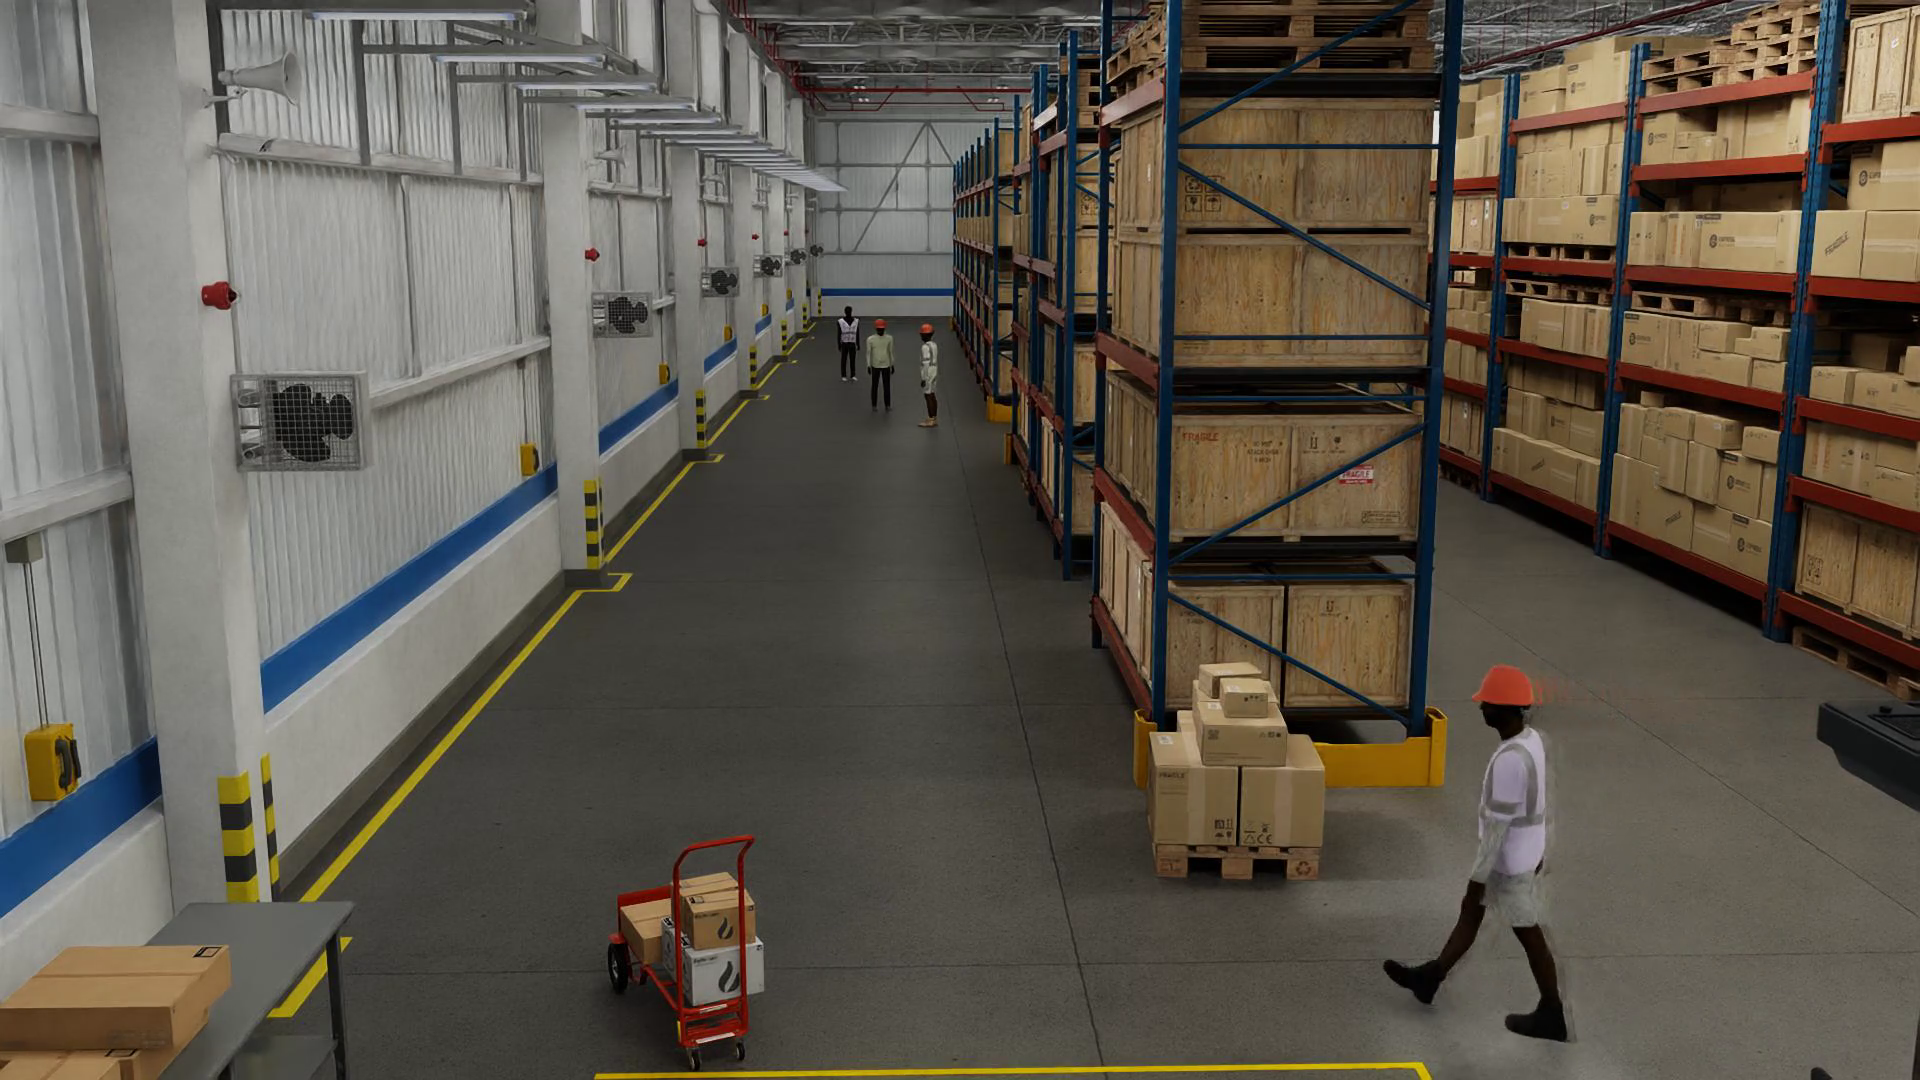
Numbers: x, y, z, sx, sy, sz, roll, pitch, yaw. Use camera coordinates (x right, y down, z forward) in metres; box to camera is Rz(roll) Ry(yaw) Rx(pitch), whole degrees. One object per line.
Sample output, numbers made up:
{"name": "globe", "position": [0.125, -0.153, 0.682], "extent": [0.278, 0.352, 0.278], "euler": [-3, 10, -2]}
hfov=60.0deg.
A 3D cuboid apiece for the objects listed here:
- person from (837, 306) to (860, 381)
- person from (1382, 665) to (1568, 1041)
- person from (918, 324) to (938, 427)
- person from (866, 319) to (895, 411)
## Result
{"name": "person", "position": [-2.846, -5.015, 42.469], "extent": [0.589, 1.913, 0.398], "euler": [-5, 12, -22]}
{"name": "person", "position": [2.636, 1.551, 8.344], "extent": [0.981, 1.890, 0.573], "euler": [5, 12, 24]}
{"name": "person", "position": [-0.652, -3.249, 32.938], "extent": [0.391, 2.040, 0.615], "euler": [4, 11, 18]}
{"name": "person", "position": [-1.695, -3.750, 35.700], "extent": [0.618, 1.986, 0.407], "euler": [-3, 11, -15]}
